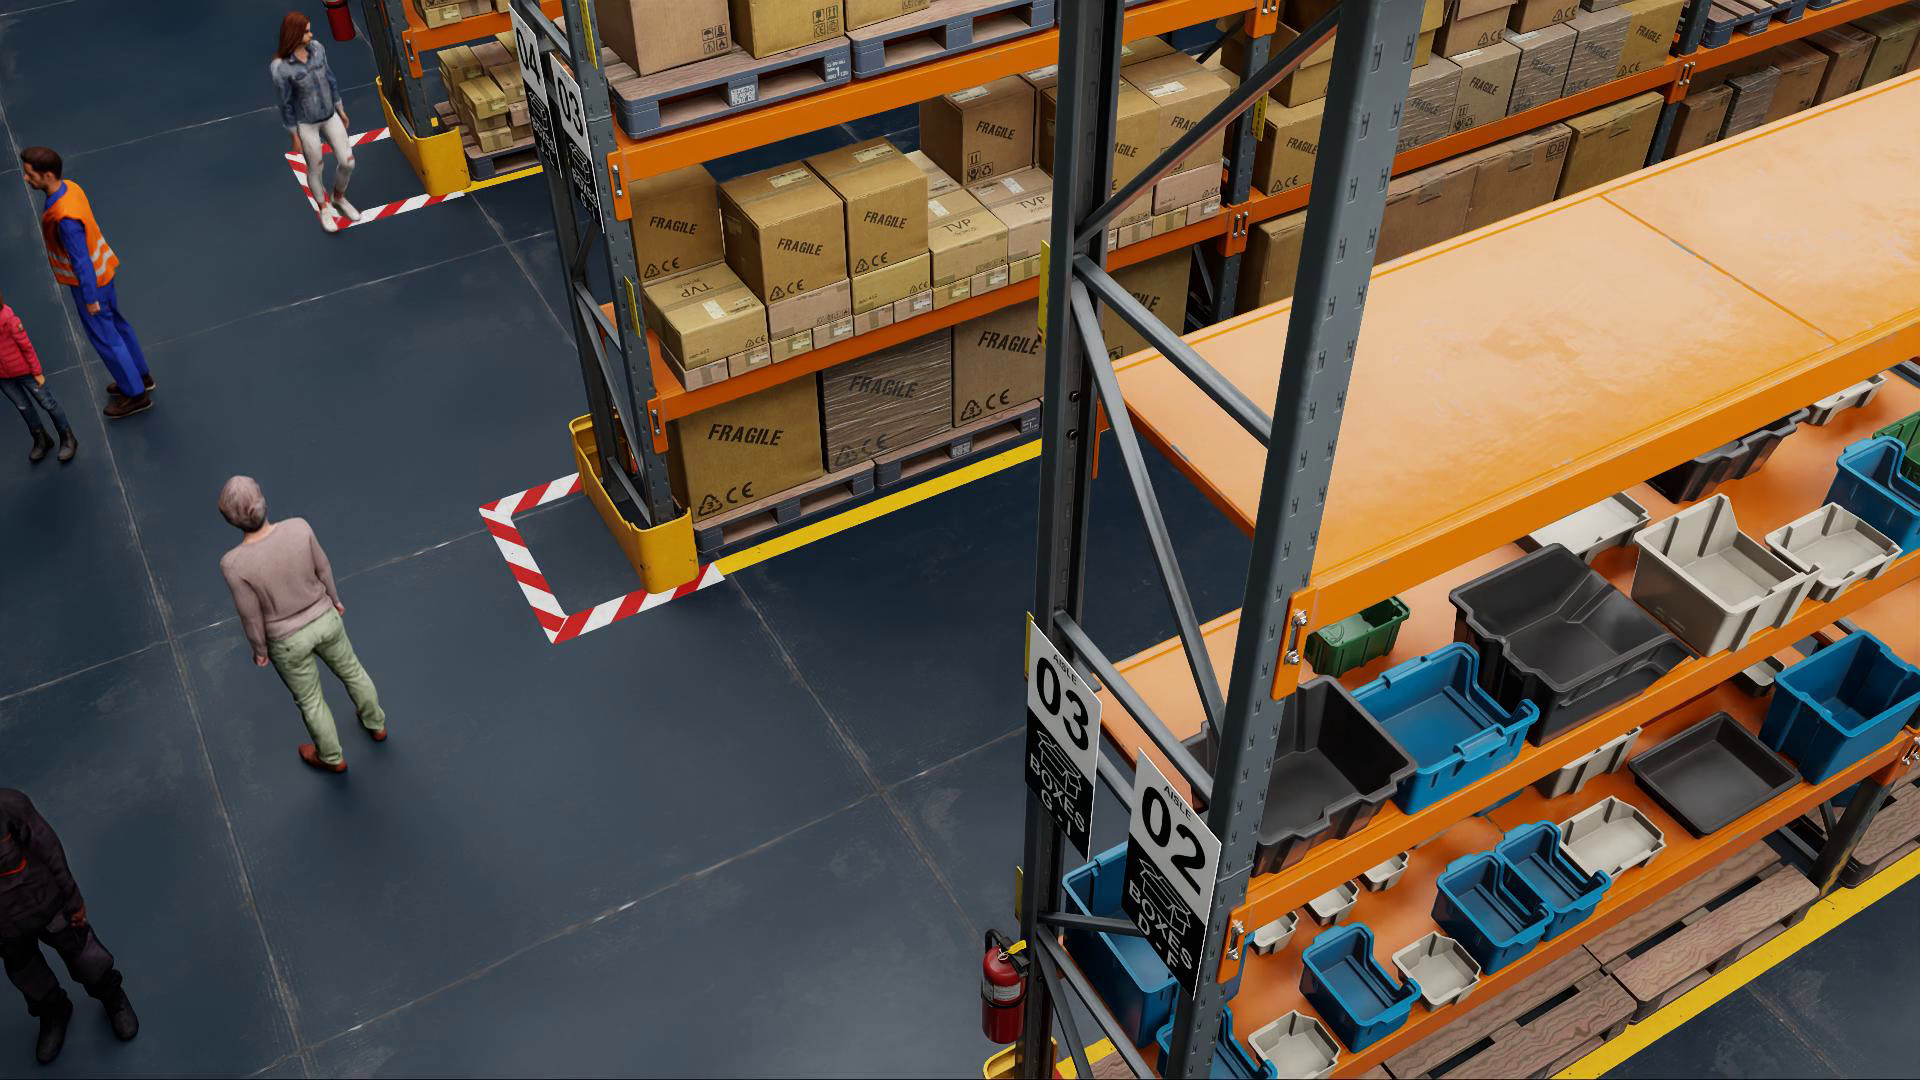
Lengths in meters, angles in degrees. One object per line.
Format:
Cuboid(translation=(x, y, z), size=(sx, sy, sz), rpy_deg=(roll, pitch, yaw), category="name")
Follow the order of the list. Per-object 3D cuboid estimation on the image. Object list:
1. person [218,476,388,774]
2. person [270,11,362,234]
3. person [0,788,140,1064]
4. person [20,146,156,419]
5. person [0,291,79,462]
Cuboid(translation=(-3.276, 0.441, 8.270), size=(0.811, 1.869, 0.670), rpy_deg=(30, 51, 28), category="person")
Cuboid(translation=(-4.762, -3.088, 12.185), size=(0.787, 1.684, 0.638), rpy_deg=(34, 53, 31), category="person")
Cuboid(translation=(-4.049, 1.536, 7.129), size=(0.595, 1.825, 0.791), rpy_deg=(-15, 45, -15), category="person")
Cuboid(translation=(-5.484, -1.672, 10.540), size=(0.668, 1.860, 0.717), rpy_deg=(-17, 46, -18), category="person")
Cuboid(translation=(-5.823, -1.054, 10.277), size=(0.536, 1.314, 0.634), rpy_deg=(-4, 43, -4), category="person")
